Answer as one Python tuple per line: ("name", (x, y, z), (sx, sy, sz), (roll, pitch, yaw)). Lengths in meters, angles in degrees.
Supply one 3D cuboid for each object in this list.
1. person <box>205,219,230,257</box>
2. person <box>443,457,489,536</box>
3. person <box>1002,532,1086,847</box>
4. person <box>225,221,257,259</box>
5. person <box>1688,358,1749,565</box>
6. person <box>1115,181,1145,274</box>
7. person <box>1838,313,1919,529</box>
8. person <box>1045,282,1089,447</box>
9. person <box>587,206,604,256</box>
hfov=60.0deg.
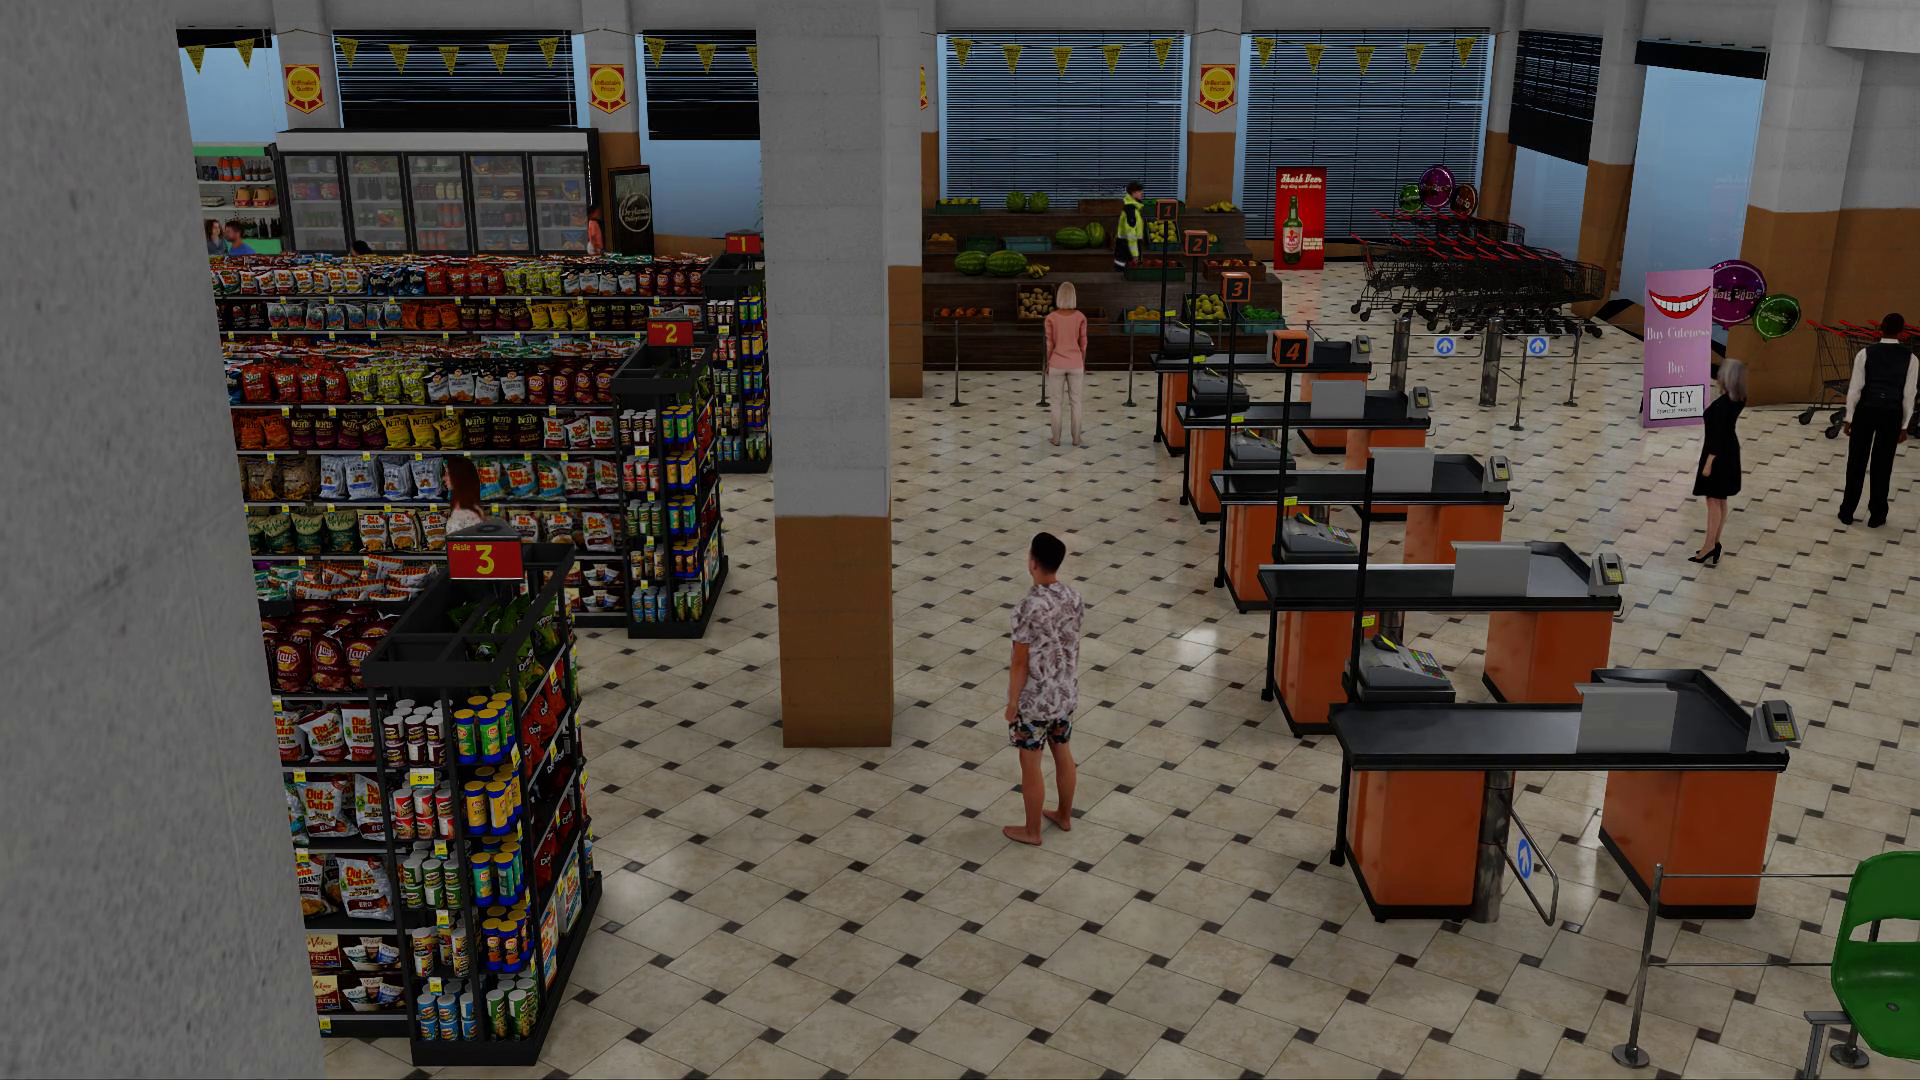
("person", (-10.612, -3.815, 23.697), (1.077, 1.446, 0.888), (11, 21, 29))
("person", (-3.164, 0.274, 11.140), (0.723, 1.721, 0.707), (-7, 20, -21))
("person", (0.480, 0.834, 9.329), (0.727, 1.816, 0.807), (-15, 24, -38))
("person", (-8.845, -3.065, 20.858), (1.238, 1.837, 1.128), (11, 22, 30))
("person", (6.329, -0.660, 13.869), (0.753, 1.747, 0.698), (16, 25, 40))
("person", (2.347, -4.174, 23.965), (1.008, 1.955, 0.875), (3, 19, 9))
("person", (8.171, -1.071, 14.819), (0.706, 1.919, 0.837), (10, 21, 27))
("person", (1.109, -1.846, 17.421), (0.453, 1.724, 0.657), (-1, 19, -2))
("person", (-5.808, -4.645, 26.371), (0.478, 1.309, 0.483), (-1, 19, -2))
